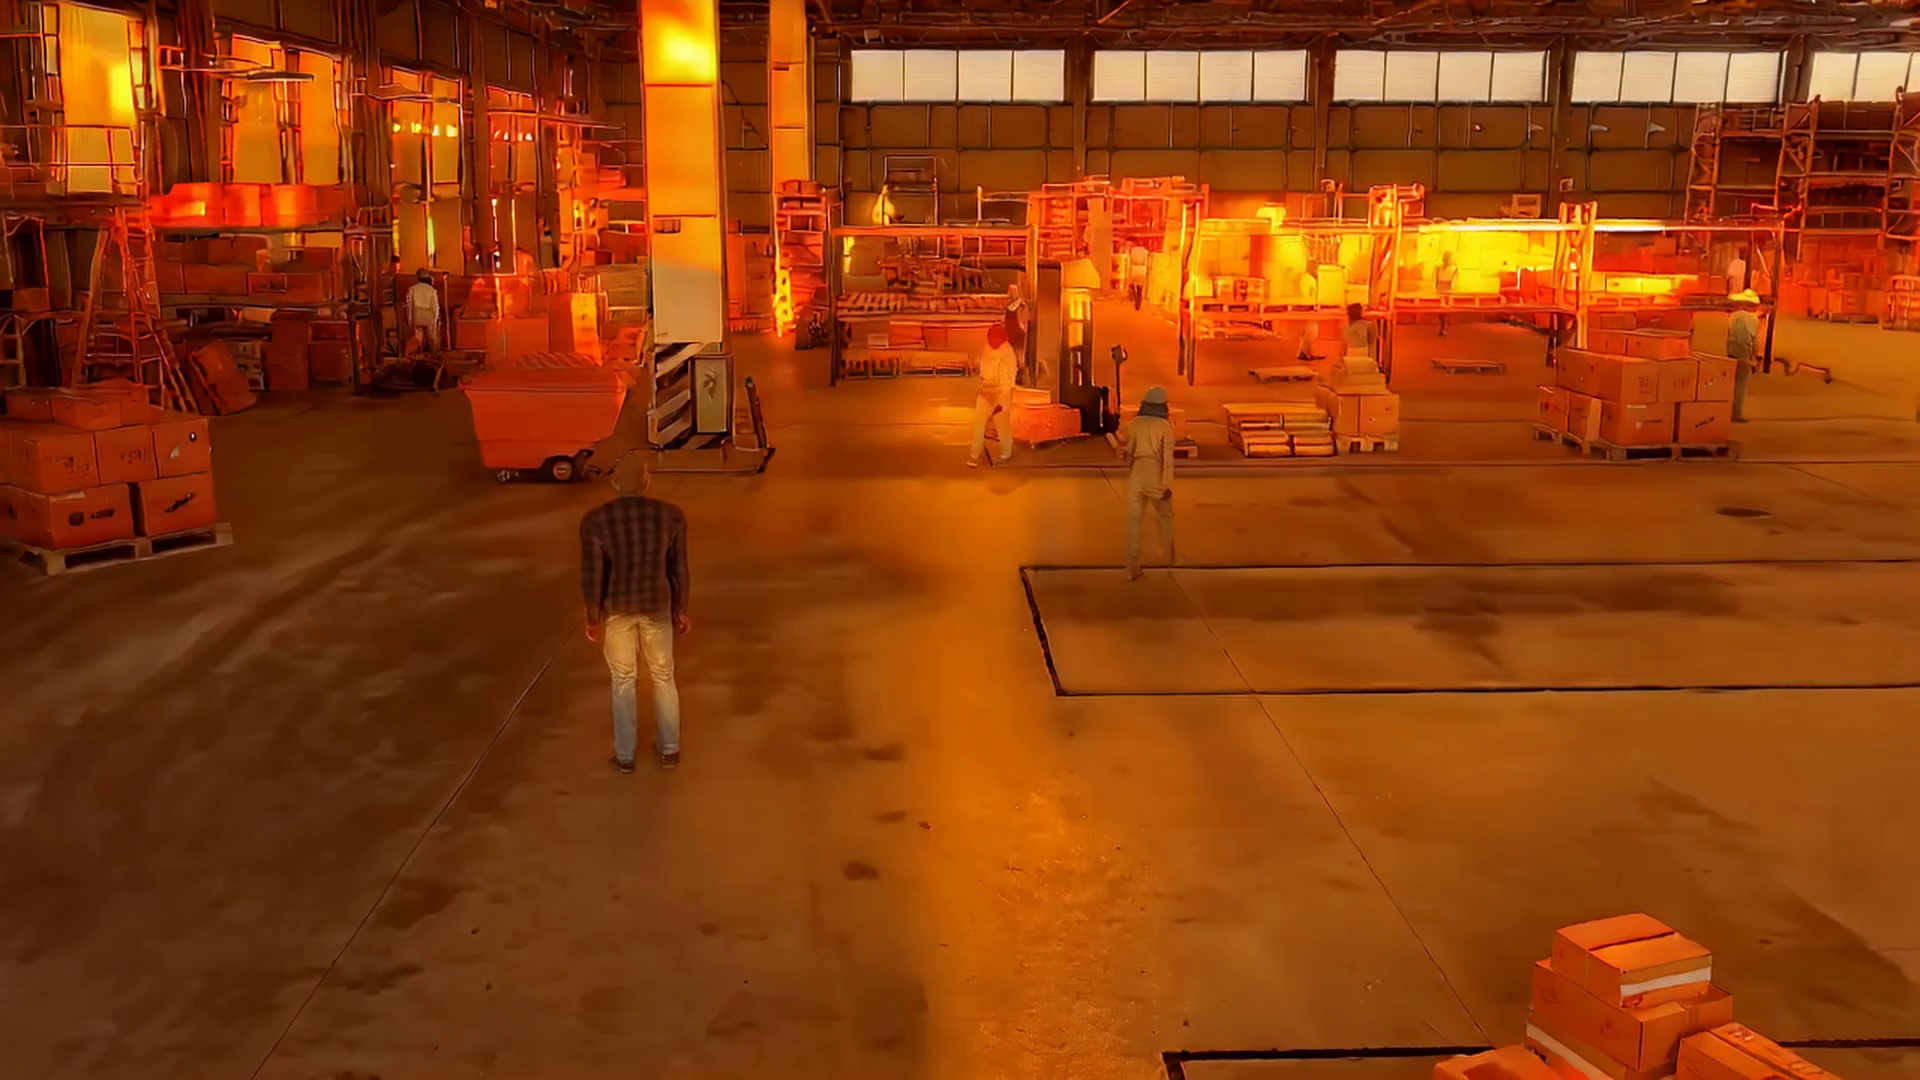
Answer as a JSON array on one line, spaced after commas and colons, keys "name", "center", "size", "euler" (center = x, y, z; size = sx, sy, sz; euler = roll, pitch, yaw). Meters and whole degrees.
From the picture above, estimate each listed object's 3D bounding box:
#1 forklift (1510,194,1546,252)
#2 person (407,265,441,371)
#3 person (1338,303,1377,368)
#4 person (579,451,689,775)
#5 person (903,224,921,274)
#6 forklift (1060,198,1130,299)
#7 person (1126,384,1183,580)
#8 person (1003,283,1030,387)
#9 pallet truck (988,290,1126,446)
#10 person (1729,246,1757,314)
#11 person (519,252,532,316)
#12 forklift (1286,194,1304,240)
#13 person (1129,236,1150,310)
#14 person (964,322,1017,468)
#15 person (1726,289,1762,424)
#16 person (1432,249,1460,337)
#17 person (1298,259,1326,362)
[{"name": "forklift", "center": [18.844, -10.143, 55.517], "size": [1.129, 2.768, 1.873], "euler": [0, 12, -2]}, {"name": "person", "center": [-9.409, -3.855, 29.280], "size": [0.552, 1.932, 0.377], "euler": [-1, 13, -3]}, {"name": "person", "center": [5.746, -2.599, 24.210], "size": [0.603, 1.674, 0.409], "euler": [8, 15, 34]}, {"name": "person", "center": [-1.923, 0.435, 9.899], "size": [0.634, 1.938, 0.355], "euler": [-5, 13, -21]}, {"name": "person", "center": [-1.578, -9.647, 55.637], "size": [0.691, 1.850, 0.342], "euler": [5, 13, 21]}, {"name": "forklift", "center": [3.795, -8.210, 46.791], "size": [1.873, 2.768, 1.129], "euler": [0, 12, -2]}, {"name": "person", "center": [1.728, -0.526, 14.758], "size": [0.491, 1.717, 0.768], "euler": [7, 14, 30]}, {"name": "person", "center": [0.820, -3.136, 26.264], "size": [0.570, 1.826, 0.552], "euler": [-9, 16, -36]}, {"name": "pallet truck", "center": [1.257, -2.299, 22.111], "size": [1.885, 1.965, 0.823], "euler": [-9, 15, -35]}, {"name": "person", "center": [17.773, -5.732, 37.803], "size": [0.599, 1.920, 0.995], "euler": [7, 15, 30]}, {"name": "person", "center": [-10.621, -6.228, 40.686], "size": [0.314, 1.634, 0.515], "euler": [-7, 14, -30]}, {"name": "forklift", "center": [11.014, -9.999, 54.867], "size": [1.873, 2.768, 1.129], "euler": [0, 12, -2]}, {"name": "person", "center": [4.642, -6.900, 43.042], "size": [0.543, 1.926, 0.585], "euler": [-1, 13, -4]}, {"name": "person", "center": [0.370, -1.722, 19.990], "size": [0.822, 1.788, 0.699], "euler": [-12, 17, -43]}, {"name": "person", "center": [11.133, -2.602, 23.675], "size": [0.395, 1.919, 0.581], "euler": [-4, 13, -17]}, {"name": "person", "center": [10.619, -5.382, 36.256], "size": [0.644, 1.898, 0.609], "euler": [-11, 17, -41]}, {"name": "person", "center": [6.718, -4.316, 31.373], "size": [0.672, 1.923, 0.661], "euler": [5, 13, 22]}]
